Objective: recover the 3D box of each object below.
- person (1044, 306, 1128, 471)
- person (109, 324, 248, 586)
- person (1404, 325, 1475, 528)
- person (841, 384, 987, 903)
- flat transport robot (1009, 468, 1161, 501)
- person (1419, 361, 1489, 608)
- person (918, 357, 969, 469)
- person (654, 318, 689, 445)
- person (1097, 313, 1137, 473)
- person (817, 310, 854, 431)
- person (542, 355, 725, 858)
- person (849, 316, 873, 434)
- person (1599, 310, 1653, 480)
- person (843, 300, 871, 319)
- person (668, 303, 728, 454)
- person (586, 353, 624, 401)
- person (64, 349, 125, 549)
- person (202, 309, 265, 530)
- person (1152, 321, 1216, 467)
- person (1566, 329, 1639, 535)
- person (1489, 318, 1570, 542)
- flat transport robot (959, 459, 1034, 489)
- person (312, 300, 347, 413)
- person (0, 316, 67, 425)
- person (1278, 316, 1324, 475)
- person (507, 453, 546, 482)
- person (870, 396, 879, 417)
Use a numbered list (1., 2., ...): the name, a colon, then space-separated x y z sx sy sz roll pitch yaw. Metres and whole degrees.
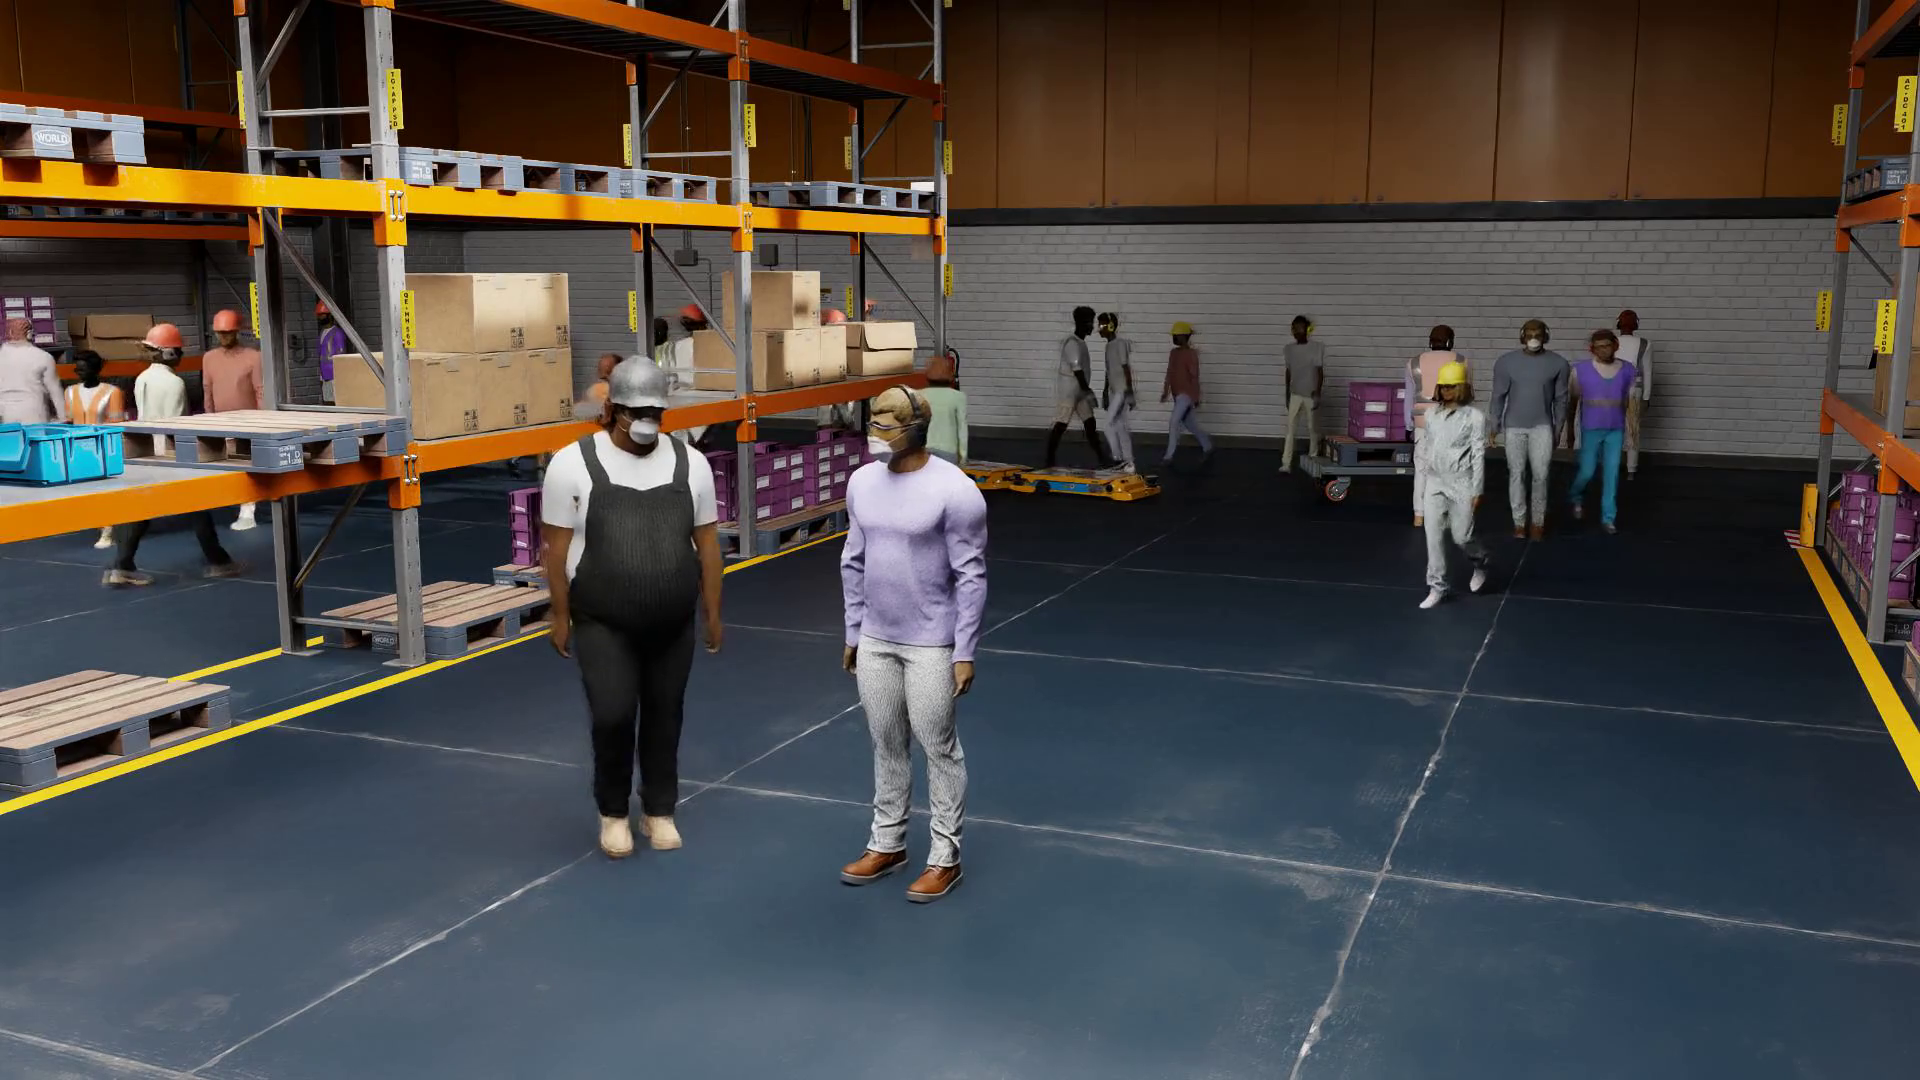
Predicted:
1. person: 1.379 -1.648 18.609 1.011 1.905 0.607 3 10 19
2. person: -5.923 -0.634 12.389 0.633 1.947 1.016 7 11 35
3. person: 4.345 -1.027 15.092 0.619 1.837 0.430 5 10 26
4. person: -0.186 0.382 6.237 0.633 1.936 0.355 7 12 37
5. flat transport robot: 1.287 -0.588 17.157 1.431 0.197 0.652 6 11 33
6. person: 3.462 -0.392 11.599 0.484 1.726 0.621 9 13 44
7. person: -0.162 -0.776 14.286 0.519 1.580 0.842 2 10 11
8. person: -3.327 -1.507 18.104 0.654 1.794 0.927 9 13 44
9. person: 1.752 -1.640 18.797 0.565 1.833 0.558 -2 10 -10
10. person: -1.384 -1.600 18.456 0.543 1.886 0.999 1 9 6
11. person: -1.272 0.264 6.639 0.700 2.000 0.543 -5 10 -26
12. person: -1.028 -1.770 19.639 0.558 1.817 0.568 -6 11 -33
13. person: 7.332 -1.594 18.380 0.575 1.883 0.355 3 10 19
14. person: -1.045 -1.910 19.906 0.710 2.018 0.618 -1 9 -9
15. person: -2.632 -1.315 16.317 0.612 2.014 0.914 8 12 40
16. person: -3.090 -0.843 14.673 0.515 1.607 0.794 4 10 25
17. person: -7.261 -0.779 14.070 0.533 1.680 0.474 1 9 4
18. person: -6.508 -1.090 15.022 0.620 1.982 0.559 1 9 6
19. person: 2.698 -1.739 19.720 0.886 1.730 0.516 -4 10 -21
20. person: 5.722 -0.982 14.860 0.610 1.818 0.634 1 9 3
21. person: 4.874 -0.935 14.288 0.639 1.916 0.682 3 10 20
22. flat transport robot: 0.093 -0.727 17.994 1.431 0.197 0.652 9 13 44
23. person: -8.024 -2.090 21.214 0.542 1.939 0.362 9 13 43
24. person: -8.807 -1.173 15.802 0.686 1.886 0.634 0 9 -1
25. person: 3.906 -1.650 18.970 0.501 1.808 1.026 5 10 26
26. person: -4.674 -1.569 18.113 0.559 1.918 0.499 5 11 29
27. person: -0.750 -1.439 17.826 0.533 1.760 0.342 -7 11 -35
